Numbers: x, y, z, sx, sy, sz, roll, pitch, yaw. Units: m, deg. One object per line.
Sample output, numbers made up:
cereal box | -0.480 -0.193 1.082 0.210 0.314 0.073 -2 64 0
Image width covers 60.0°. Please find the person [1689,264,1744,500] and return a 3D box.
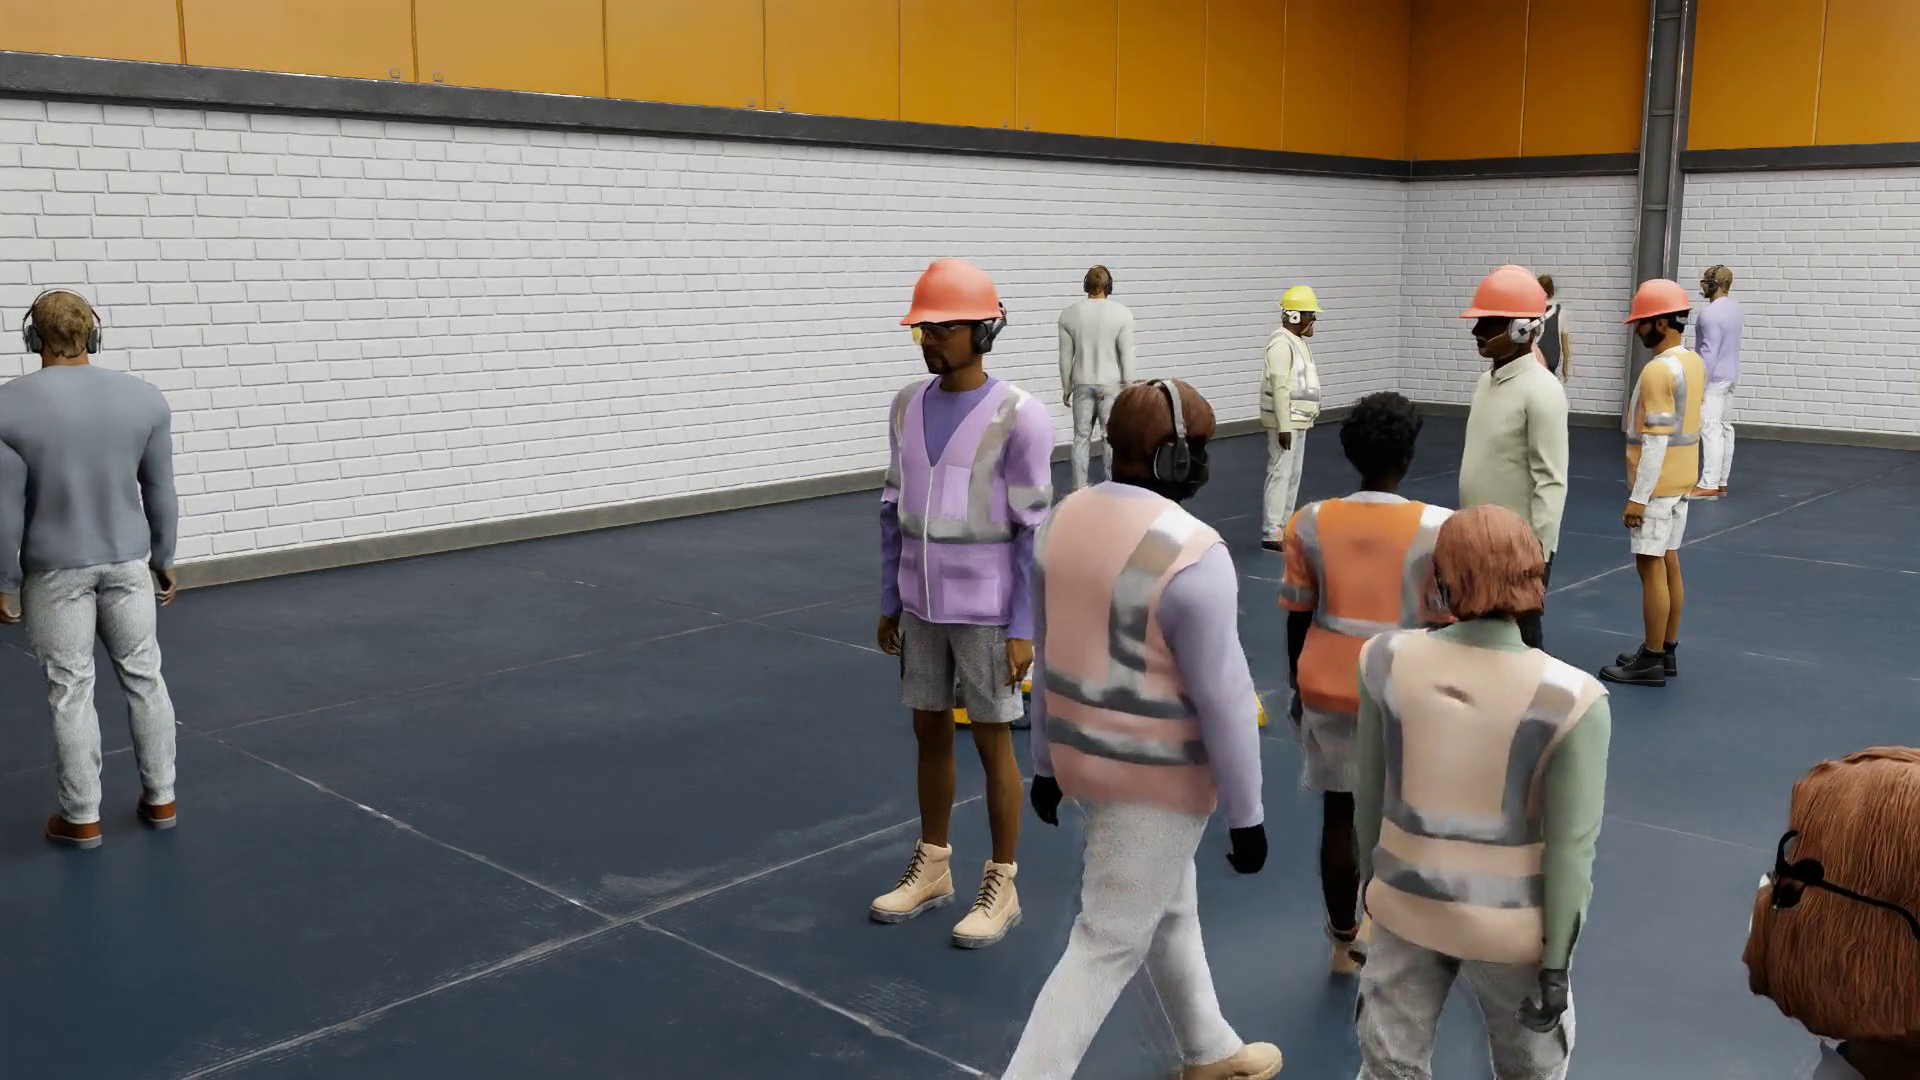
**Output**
person | 6.231 -1.297 13.754 0.377 1.940 0.629 10 14 44

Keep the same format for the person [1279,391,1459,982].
person | 1.146 0.430 4.614 0.550 1.685 0.369 6 12 32

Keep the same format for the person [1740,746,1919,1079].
person | 0.839 0.989 1.601 0.283 1.636 0.500 8 13 39

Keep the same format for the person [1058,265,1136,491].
person | 1.092 -1.210 13.258 0.627 1.941 0.370 4 11 20

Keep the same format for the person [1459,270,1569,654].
person | 2.013 0.007 6.177 0.392 1.992 0.612 -1 10 -5

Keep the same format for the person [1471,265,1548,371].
person | 2.584 -0.299 7.914 0.376 1.995 0.612 3 10 15

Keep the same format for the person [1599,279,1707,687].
person | 3.300 -0.267 7.915 0.365 1.932 0.543 8 13 38

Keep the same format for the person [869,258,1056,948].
person | -0.012 0.192 4.982 0.608 2.044 0.371 8 13 38

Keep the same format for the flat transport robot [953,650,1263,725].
flat transport robot | 0.596 0.644 7.449 1.431 0.197 0.652 0 10 2

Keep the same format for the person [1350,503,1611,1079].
person | 0.907 0.735 3.109 0.520 1.611 0.721 8 12 37

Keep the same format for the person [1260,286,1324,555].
person | 2.258 -0.815 11.357 0.403 1.824 0.598 5 11 24

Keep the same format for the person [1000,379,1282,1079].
person | 0.393 0.532 3.783 0.958 1.795 0.638 -5 11 -28

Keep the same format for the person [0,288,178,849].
person | -3.043 0.102 5.793 0.630 1.938 0.366 -10 14 -43

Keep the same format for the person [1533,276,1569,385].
person | 5.853 -1.772 16.871 0.533 1.791 0.953 -2 10 -12
